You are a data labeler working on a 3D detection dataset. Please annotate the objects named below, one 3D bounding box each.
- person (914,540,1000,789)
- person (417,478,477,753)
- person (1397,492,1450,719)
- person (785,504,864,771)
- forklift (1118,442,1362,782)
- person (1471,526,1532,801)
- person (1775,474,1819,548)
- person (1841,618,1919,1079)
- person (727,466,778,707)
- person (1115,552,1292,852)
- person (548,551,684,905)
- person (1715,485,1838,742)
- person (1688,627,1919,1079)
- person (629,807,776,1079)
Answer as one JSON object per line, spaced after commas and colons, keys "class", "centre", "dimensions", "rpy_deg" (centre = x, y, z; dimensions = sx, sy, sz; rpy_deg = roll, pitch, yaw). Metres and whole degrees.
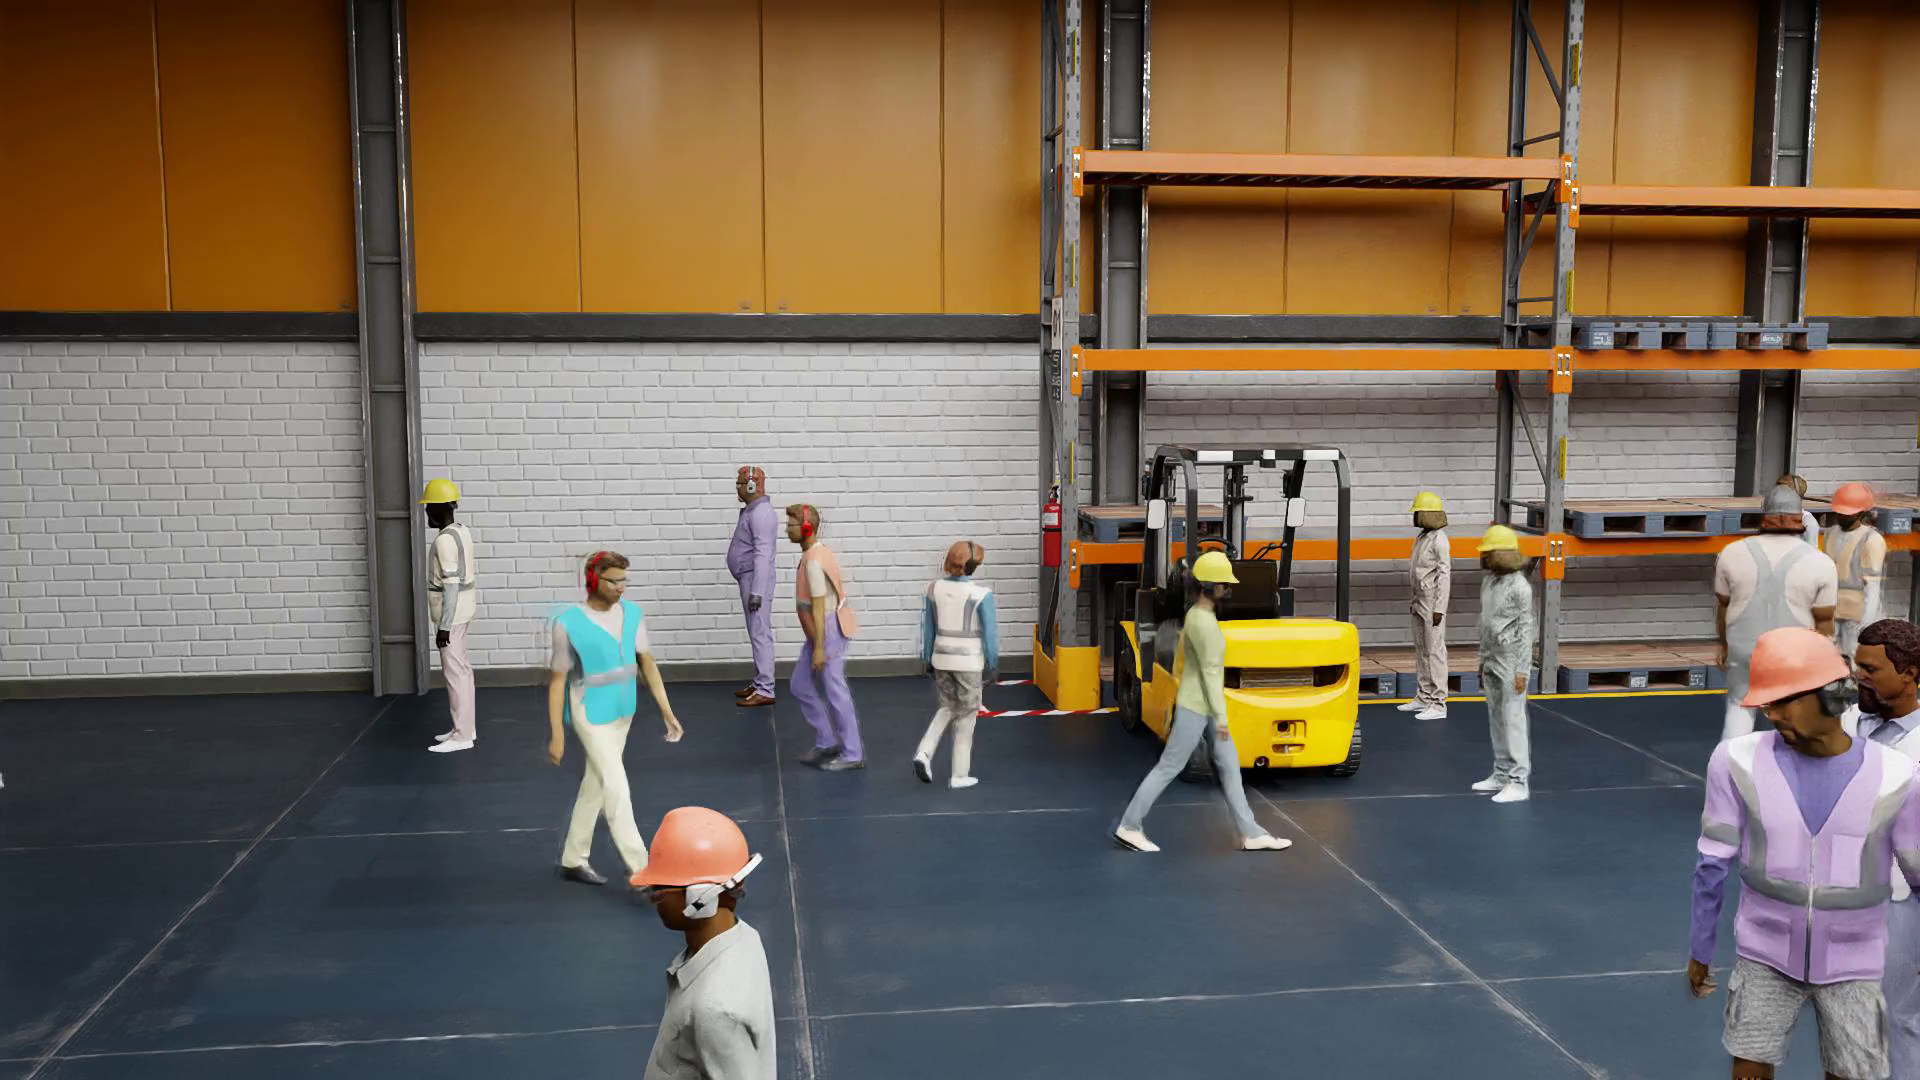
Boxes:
{"class": "person", "centre": [-0.023, 0.807, 10.584], "dimensions": [0.523, 1.624, 0.415], "rpy_deg": [4, 8, 34]}
{"class": "person", "centre": [-3.602, 0.527, 11.697], "dimensions": [0.374, 1.925, 0.595], "rpy_deg": [-1, 7, -8]}
{"class": "person", "centre": [3.569, 0.498, 12.749], "dimensions": [0.309, 1.743, 0.494], "rpy_deg": [-1, 7, -8]}
{"class": "person", "centre": [-0.898, 0.657, 11.094], "dimensions": [0.533, 1.807, 0.565], "rpy_deg": [-1, 7, -10]}
{"class": "forklift", "centre": [1.912, 0.418, 11.496], "dimensions": [1.214, 2.155, 2.313], "rpy_deg": [-1, 7, -8]}
{"class": "person", "centre": [3.400, 0.774, 10.416], "dimensions": [0.426, 1.729, 0.525], "rpy_deg": [-2, 7, -13]}
{"class": "person", "centre": [6.554, 0.399, 13.170], "dimensions": [0.330, 1.844, 0.519], "rpy_deg": [-1, 7, -8]}
{"class": "person", "centre": [3.181, 1.218, 5.689], "dimensions": [0.375, 1.917, 0.599], "rpy_deg": [-1, 7, -8]}
{"class": "person", "centre": [-1.648, 0.363, 13.233], "dimensions": [0.406, 1.904, 0.654], "rpy_deg": [-1, 7, -8]}
{"class": "person", "centre": [1.327, 0.915, 9.255], "dimensions": [0.977, 1.717, 0.528], "rpy_deg": [1, 7, 10]}
{"class": "person", "centre": [-1.742, 0.955, 8.542], "dimensions": [0.982, 1.784, 0.560], "rpy_deg": [3, 7, 27]}
{"class": "person", "centre": [4.969, 0.647, 10.153], "dimensions": [0.684, 2.000, 0.704], "rpy_deg": [5, 8, 35]}
{"class": "person", "centre": [2.602, 1.257, 4.974], "dimensions": [0.773, 2.022, 0.502], "rpy_deg": [4, 7, 29]}
{"class": "person", "centre": [-0.604, 1.495, 3.971], "dimensions": [0.336, 1.749, 0.575], "rpy_deg": [-1, 7, -8]}
